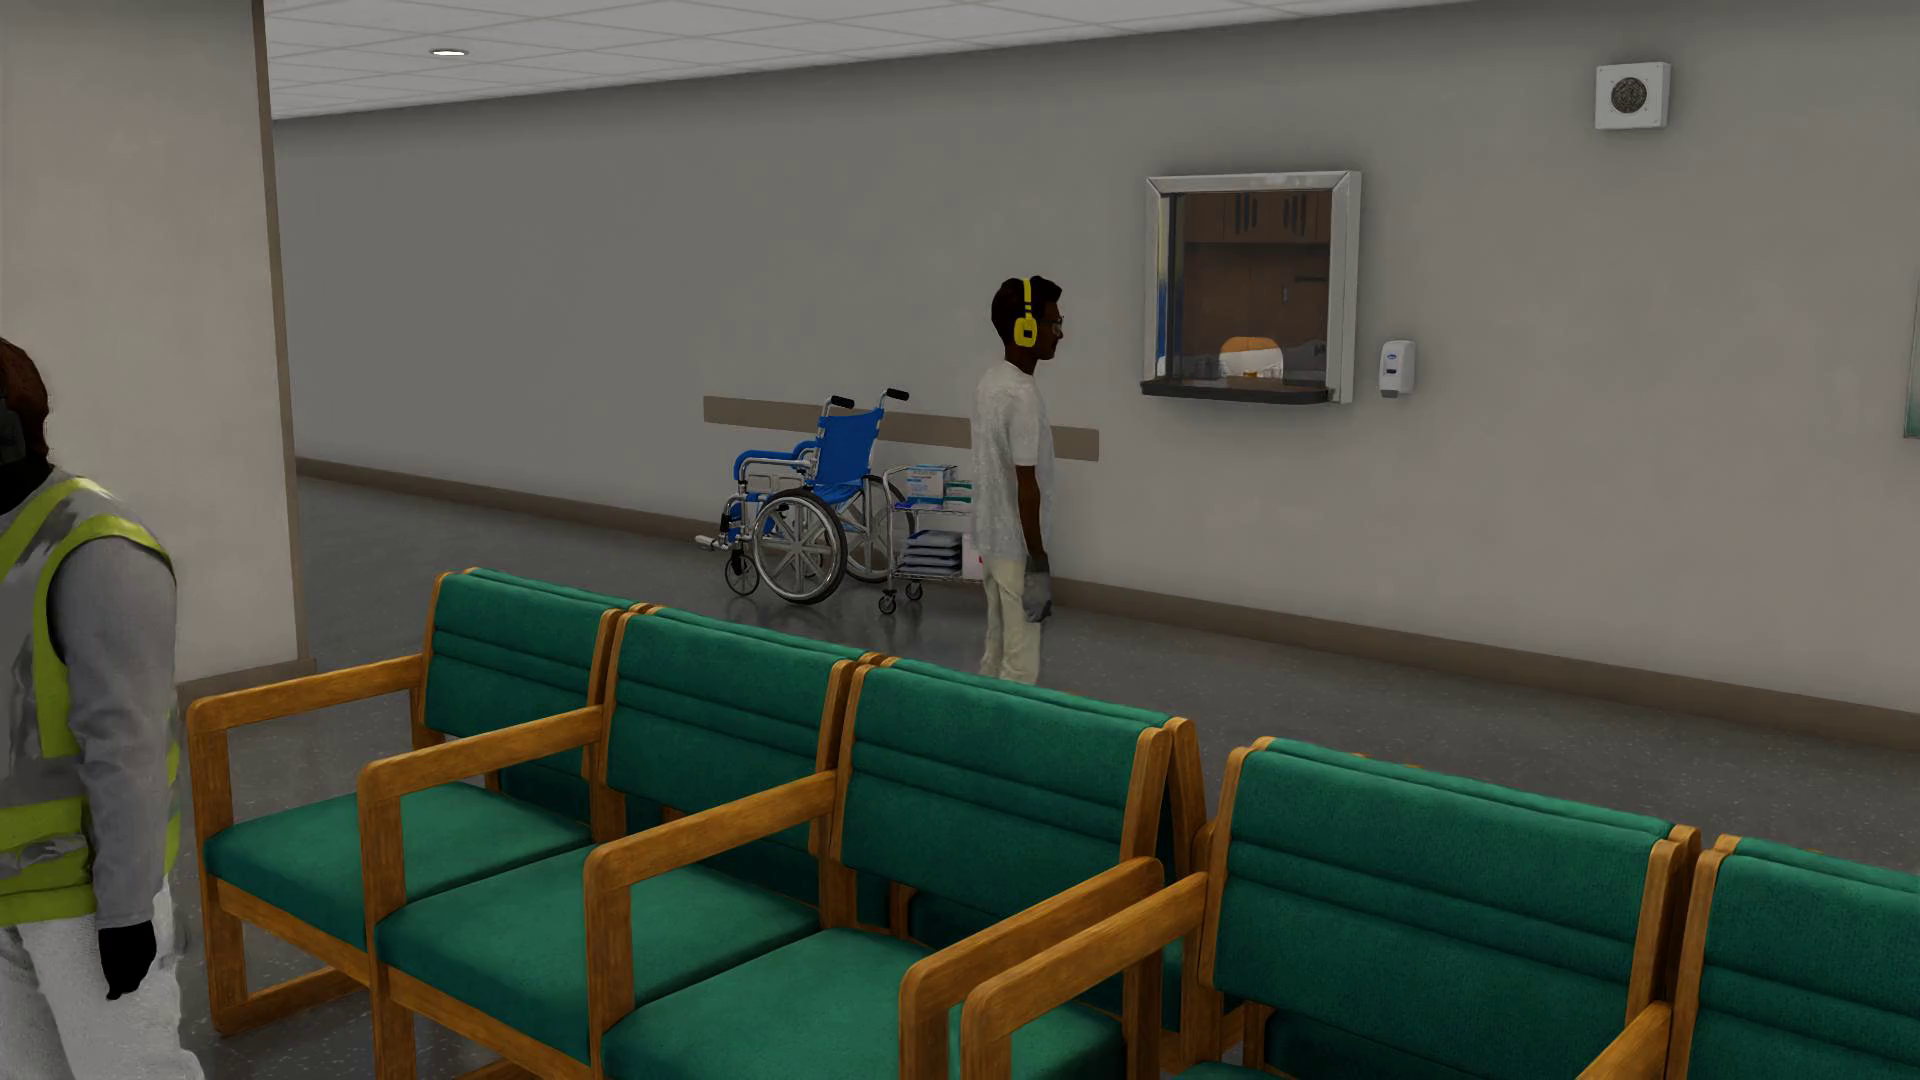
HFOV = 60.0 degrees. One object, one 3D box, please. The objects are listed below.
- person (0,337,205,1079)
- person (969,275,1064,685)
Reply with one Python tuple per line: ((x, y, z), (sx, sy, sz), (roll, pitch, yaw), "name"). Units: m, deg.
((-1.568, 0.564, 2.836), (0.638, 1.831, 0.431), (5, 11, 29), "person")
((0.192, 0.057, 5.576), (0.308, 1.868, 0.532), (-3, 10, -15), "person")
